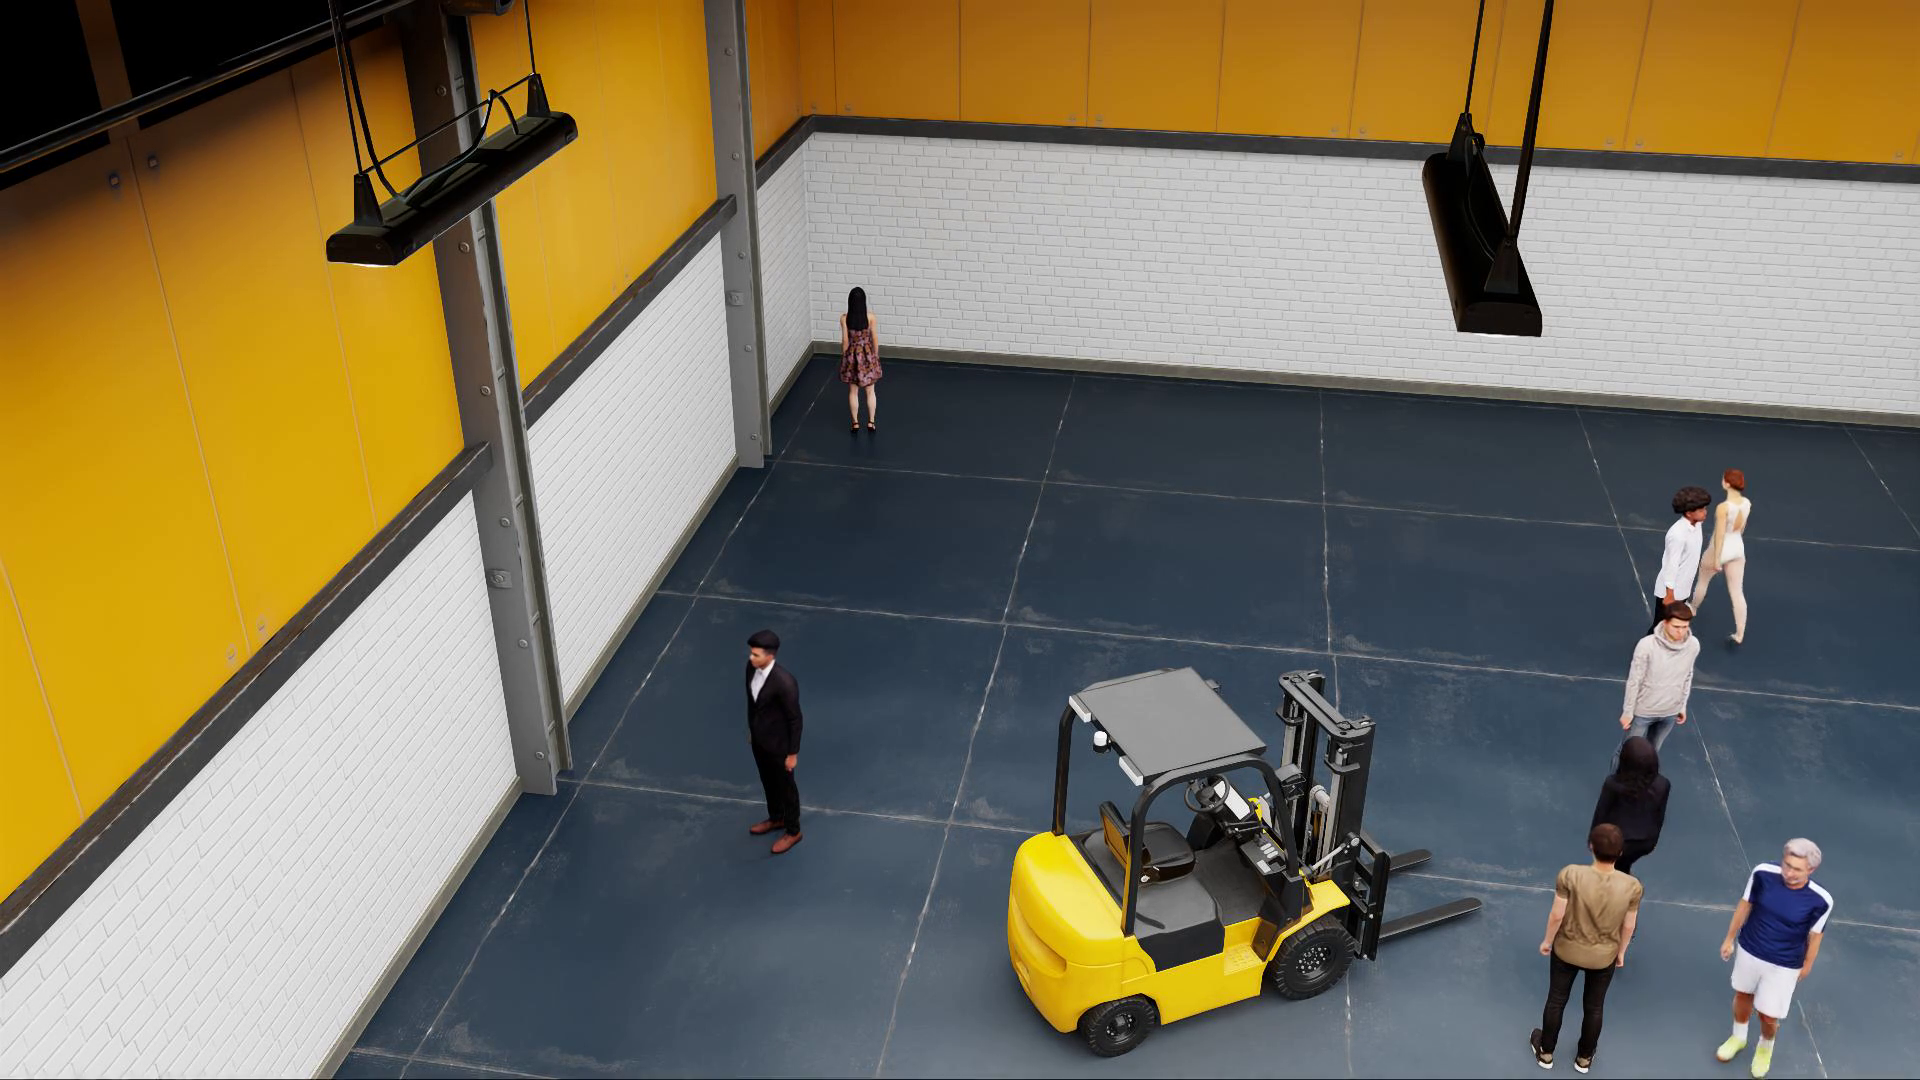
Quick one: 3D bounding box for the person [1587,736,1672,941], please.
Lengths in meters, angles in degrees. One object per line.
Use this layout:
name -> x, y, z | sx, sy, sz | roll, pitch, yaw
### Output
person -> 4.588, 2.107, 11.428 | 0.816, 1.596, 1.013 | -3, 29, -6

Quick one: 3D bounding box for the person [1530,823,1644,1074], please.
person -> 3.896, 2.545, 10.359 | 0.672, 1.850, 0.580 | 7, 29, 13

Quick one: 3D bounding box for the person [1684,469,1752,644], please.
person -> 6.933, 0.181, 14.956 | 0.904, 1.598, 1.135 | -8, 30, -15

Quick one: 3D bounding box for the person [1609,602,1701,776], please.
person -> 5.307, 1.260, 12.714 | 0.741, 1.851, 0.686 | -4, 29, -7

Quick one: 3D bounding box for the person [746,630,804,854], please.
person -> -1.369, 1.460, 12.318 | 0.790, 1.878, 0.771 | -23, 36, -36

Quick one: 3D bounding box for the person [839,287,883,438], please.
person -> -1.128, -2.021, 18.809 | 0.743, 1.775, 0.762 | -3, 29, -6

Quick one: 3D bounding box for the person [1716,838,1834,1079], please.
person -> 5.100, 2.535, 10.403 | 0.791, 1.826, 0.752 | -23, 36, -36

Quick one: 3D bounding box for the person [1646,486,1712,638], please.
person -> 6.197, 0.356, 14.412 | 0.793, 1.812, 0.698 | 23, 36, 36
